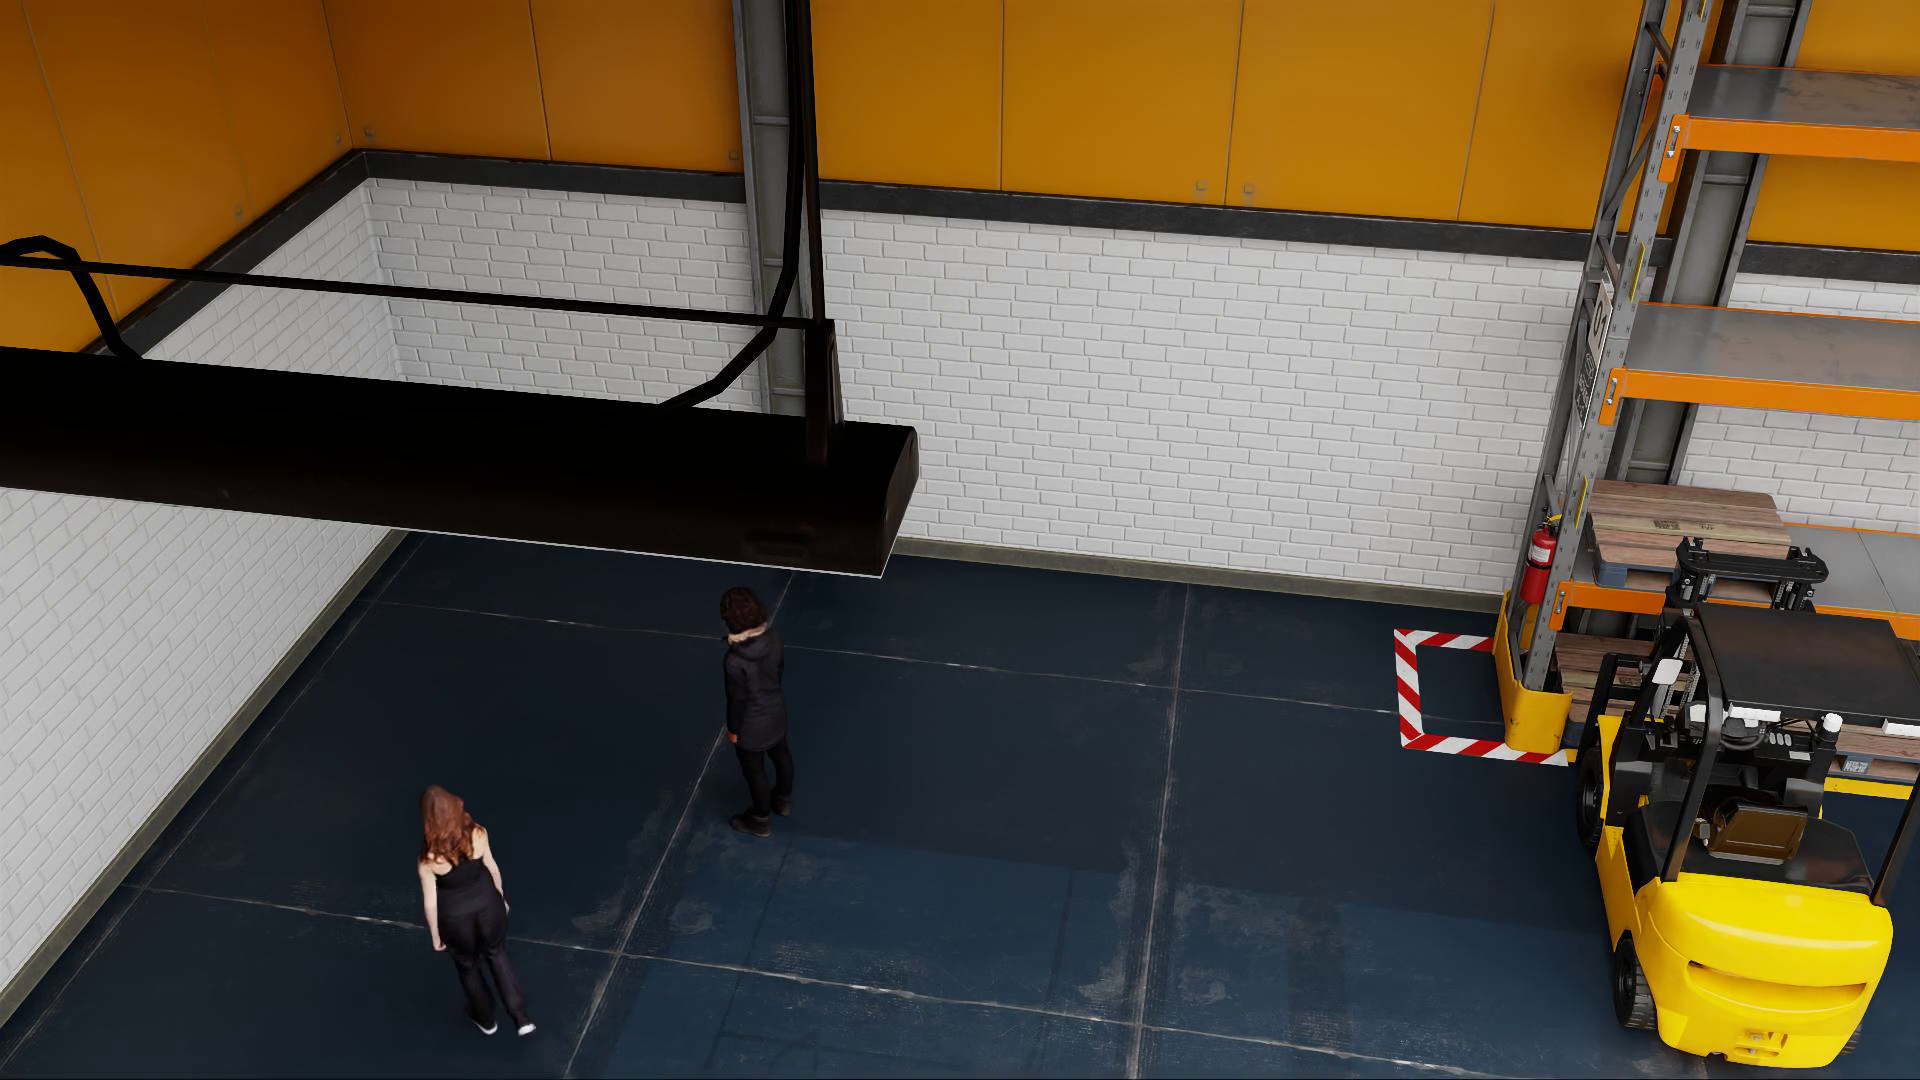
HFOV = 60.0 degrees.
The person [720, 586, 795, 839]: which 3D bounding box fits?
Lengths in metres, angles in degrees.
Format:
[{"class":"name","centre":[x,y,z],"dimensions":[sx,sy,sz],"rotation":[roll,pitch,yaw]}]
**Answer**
[{"class":"person","centre":[-1.211,1.038,10.006],"dimensions":[0.727,1.778,0.714],"rotation":[22,39,29]}]

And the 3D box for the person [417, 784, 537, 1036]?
[{"class":"person","centre":[-2.497,1.991,8.614],"dimensions":[0.863,1.731,0.945],"rotation":[-25,41,-33]}]
